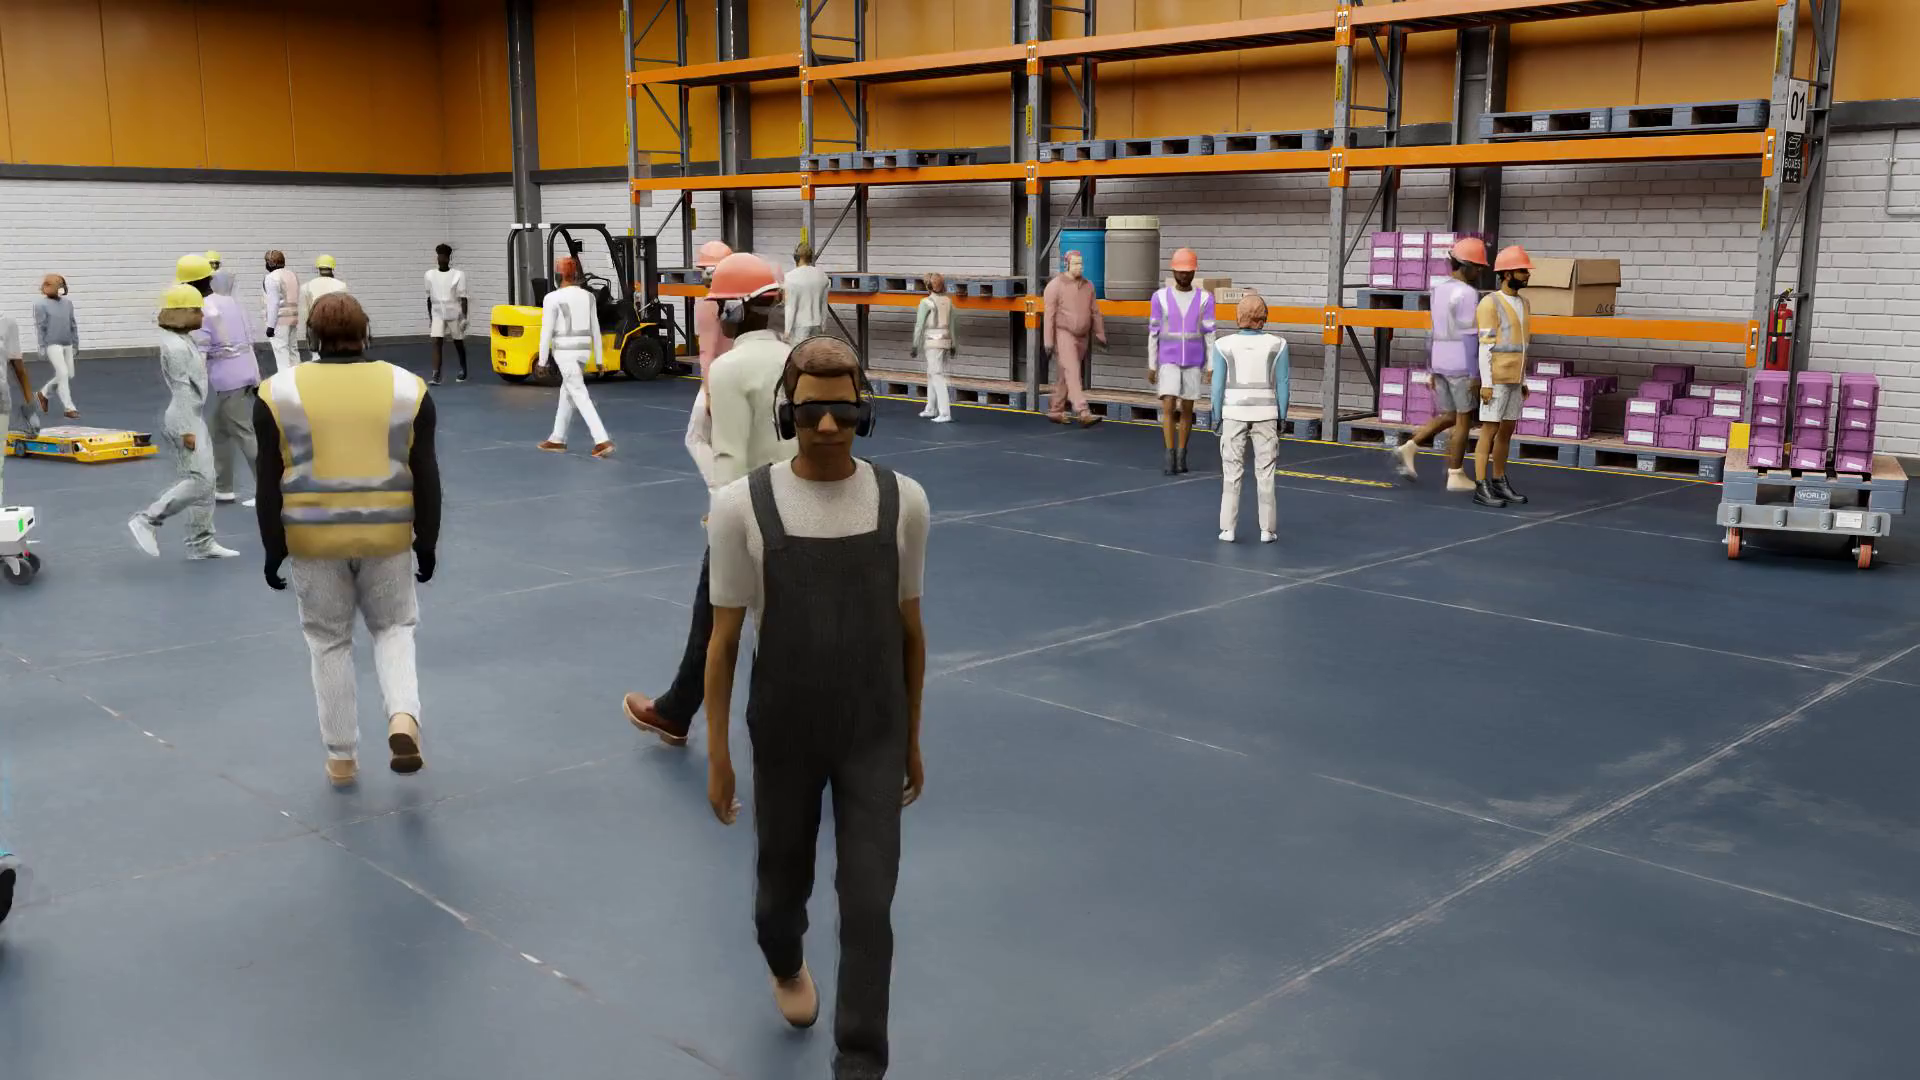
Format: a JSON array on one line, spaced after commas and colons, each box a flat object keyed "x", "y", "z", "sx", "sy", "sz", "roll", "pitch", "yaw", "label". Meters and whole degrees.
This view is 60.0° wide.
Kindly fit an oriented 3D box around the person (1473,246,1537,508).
[{"x": 4.086, "y": -1.218, "z": 12.454, "sx": 0.551, "sy": 1.942, "sz": 0.344, "roll": -8, "pitch": 13, "yaw": -38, "label": "person"}]

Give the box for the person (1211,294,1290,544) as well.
[{"x": 1.903, "y": -0.785, "z": 10.918, "sx": 0.513, "sy": 1.640, "sz": 0.308, "roll": 1, "pitch": 10, "yaw": 8, "label": "person"}]

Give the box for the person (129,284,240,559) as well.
[{"x": -4.827, "y": -0.709, "z": 10.262, "sx": 0.504, "sy": 1.726, "sz": 0.495, "roll": -3, "pitch": 11, "yaw": -18, "label": "person"}]

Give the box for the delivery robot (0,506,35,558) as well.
[{"x": -5.787, "y": -0.058, "z": 9.662, "sx": 0.707, "sy": 0.478, "sz": 0.477, "roll": -4, "pitch": 11, "yaw": -19, "label": "delivery robot"}]

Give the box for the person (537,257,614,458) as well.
[{"x": -3.546, "y": -1.671, "z": 15.253, "sx": 1.025, "sy": 1.832, "sz": 0.591, "roll": 7, "pitch": 12, "yaw": 32, "label": "person"}]

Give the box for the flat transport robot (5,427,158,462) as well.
[{"x": -8.115, "y": -0.892, "z": 15.239, "sx": 1.431, "sy": 0.197, "sz": 0.652, "roll": 6, "pitch": 12, "yaw": 28, "label": "flat transport robot"}]

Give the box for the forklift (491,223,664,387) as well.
[{"x": -5.316, "y": -3.263, "z": 22.920, "sx": 2.313, "sy": 2.155, "sz": 1.214, "roll": -10, "pitch": 14, "yaw": -44, "label": "forklift"}]

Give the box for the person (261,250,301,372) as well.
[{"x": -8.522, "y": -2.708, "z": 20.862, "sx": 0.429, "sy": 1.839, "sz": 0.634, "roll": 1, "pitch": 10, "yaw": 7, "label": "person"}]

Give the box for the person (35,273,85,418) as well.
[{"x": -10.066, "y": -2.156, "z": 18.485, "sx": 0.670, "sy": 1.613, "sz": 0.509, "roll": 3, "pitch": 11, "yaw": 16, "label": "person"}]

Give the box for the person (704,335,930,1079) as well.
[{"x": -0.329, "y": 0.431, "z": 3.828, "sx": 0.516, "sy": 1.817, "sz": 0.844, "roll": -2, "pitch": 11, "yaw": -13, "label": "person"}]

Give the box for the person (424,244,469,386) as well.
[{"x": -7.001, "y": -3.081, "z": 22.725, "sx": 0.605, "sy": 1.908, "sz": 1.040, "roll": 0, "pitch": 10, "yaw": 1, "label": "person"}]

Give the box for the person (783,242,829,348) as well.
[{"x": -1.764, "y": -2.410, "z": 18.960, "sx": 0.357, "sy": 1.938, "sz": 0.638, "roll": 9, "pitch": 14, "yaw": 42, "label": "person"}]

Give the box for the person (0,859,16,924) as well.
[{"x": -3.203, "y": 0.326, "z": 4.517, "sx": 1.001, "sy": 1.781, "sz": 0.600, "roll": -1, "pitch": 10, "yaw": -4, "label": "person"}]

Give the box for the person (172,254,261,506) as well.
[{"x": -5.474, "y": -1.166, "z": 12.345, "sx": 0.831, "sy": 1.876, "sz": 0.603, "roll": 0, "pitch": 10, "yaw": -2, "label": "person"}]

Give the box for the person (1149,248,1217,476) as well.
[{"x": 1.882, "y": -1.486, "z": 13.992, "sx": 0.567, "sy": 1.908, "sz": 0.772, "roll": 0, "pitch": 10, "yaw": 2, "label": "person"}]

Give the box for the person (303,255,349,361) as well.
[{"x": -7.934, "y": -2.671, "z": 20.831, "sx": 0.605, "sy": 1.791, "sz": 0.938, "roll": 0, "pitch": 10, "yaw": 0, "label": "person"}]

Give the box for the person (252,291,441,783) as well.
[{"x": -2.218, "y": 0.013, "z": 6.073, "sx": 0.632, "sy": 1.829, "sz": 0.520, "roll": -5, "pitch": 11, "yaw": -25, "label": "person"}]

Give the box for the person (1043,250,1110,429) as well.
[{"x": 1.249, "y": -2.110, "z": 17.537, "sx": 0.661, "sy": 1.855, "sz": 0.980, "roll": -9, "pitch": 14, "yaw": -39, "label": "person"}]

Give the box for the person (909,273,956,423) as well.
[{"x": -0.337, "y": -2.087, "z": 18.093, "sx": 0.707, "sy": 1.613, "sz": 0.520, "roll": 7, "pitch": 13, "yaw": 35, "label": "person"}]

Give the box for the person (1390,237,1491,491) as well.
[{"x": 3.832, "y": -1.366, "z": 13.101, "sx": 0.644, "sy": 2.011, "sz": 0.614, "roll": -2, "pitch": 11, "yaw": -9, "label": "person"}]

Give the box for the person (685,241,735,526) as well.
[{"x": -1.634, "y": -1.056, "z": 11.470, "sx": 0.452, "sy": 1.978, "sz": 0.612, "roll": 6, "pitch": 12, "yaw": 31, "label": "person"}]

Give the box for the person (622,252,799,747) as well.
[{"x": -0.857, "y": -0.119, "z": 6.432, "sx": 0.996, "sy": 1.942, "sz": 0.658, "roll": 6, "pitch": 12, "yaw": 29, "label": "person"}]

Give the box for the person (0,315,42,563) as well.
[{"x": -5.976, "y": -0.770, "z": 10.284, "sx": 0.859, "sy": 1.838, "sz": 0.554, "roll": 8, "pitch": 13, "yaw": 38, "label": "person"}]

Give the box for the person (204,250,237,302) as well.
[{"x": -10.540, "y": -3.198, "z": 23.600, "sx": 0.616, "sy": 1.811, "sz": 0.604, "roll": 9, "pitch": 14, "yaw": 41, "label": "person"}]
